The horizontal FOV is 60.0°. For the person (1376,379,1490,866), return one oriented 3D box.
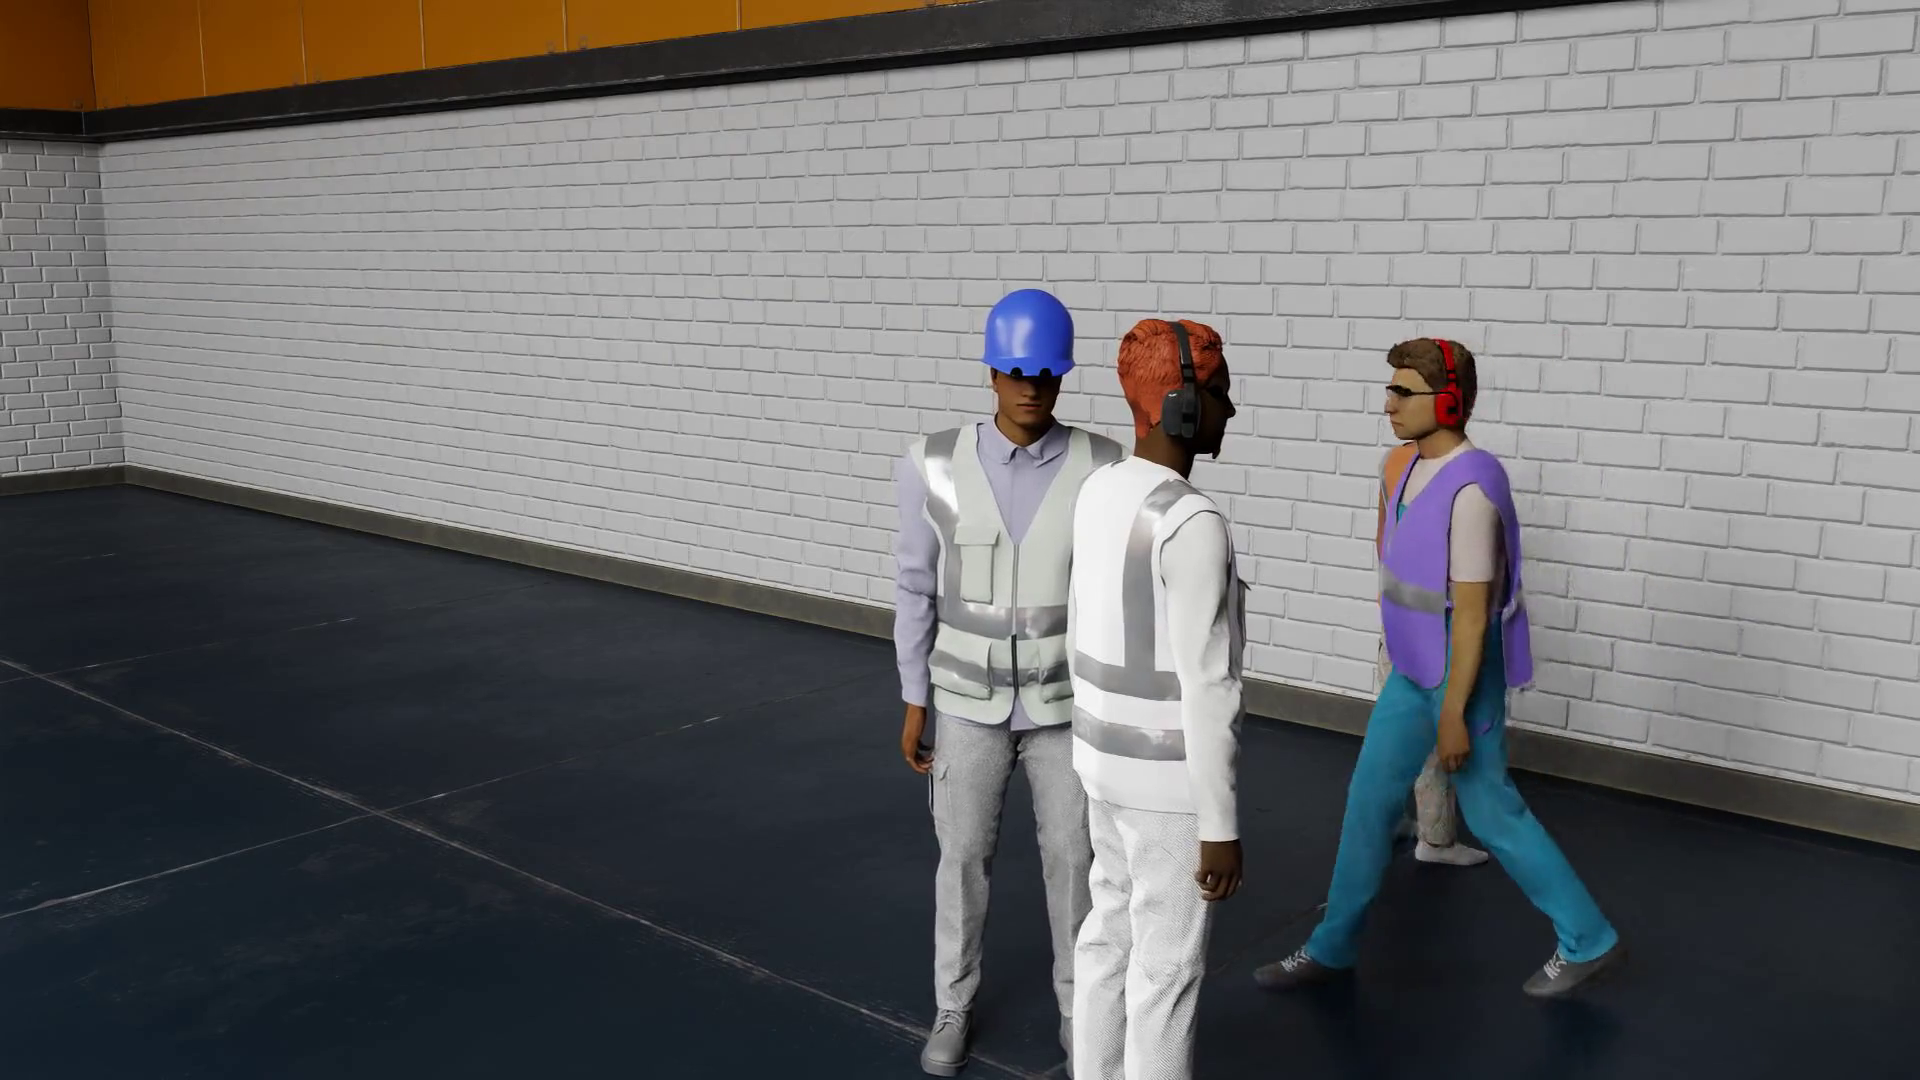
[{"bbox_3d":[1.547,0.252,5.488,0.307,1.641,0.513,-4,11,-22],"label":"person"}]

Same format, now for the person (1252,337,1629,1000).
[{"bbox_3d":[1.329,0.363,4.417,0.969,1.808,0.573,0,10,-2],"label":"person"}]

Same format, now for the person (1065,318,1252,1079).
[{"bbox_3d":[0.411,0.494,3.415,0.347,1.882,0.584,-4,11,-20],"label":"person"}]

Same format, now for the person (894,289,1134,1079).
[{"bbox_3d":[0.153,0.376,3.971,0.622,1.934,0.437,1,10,6],"label":"person"}]
